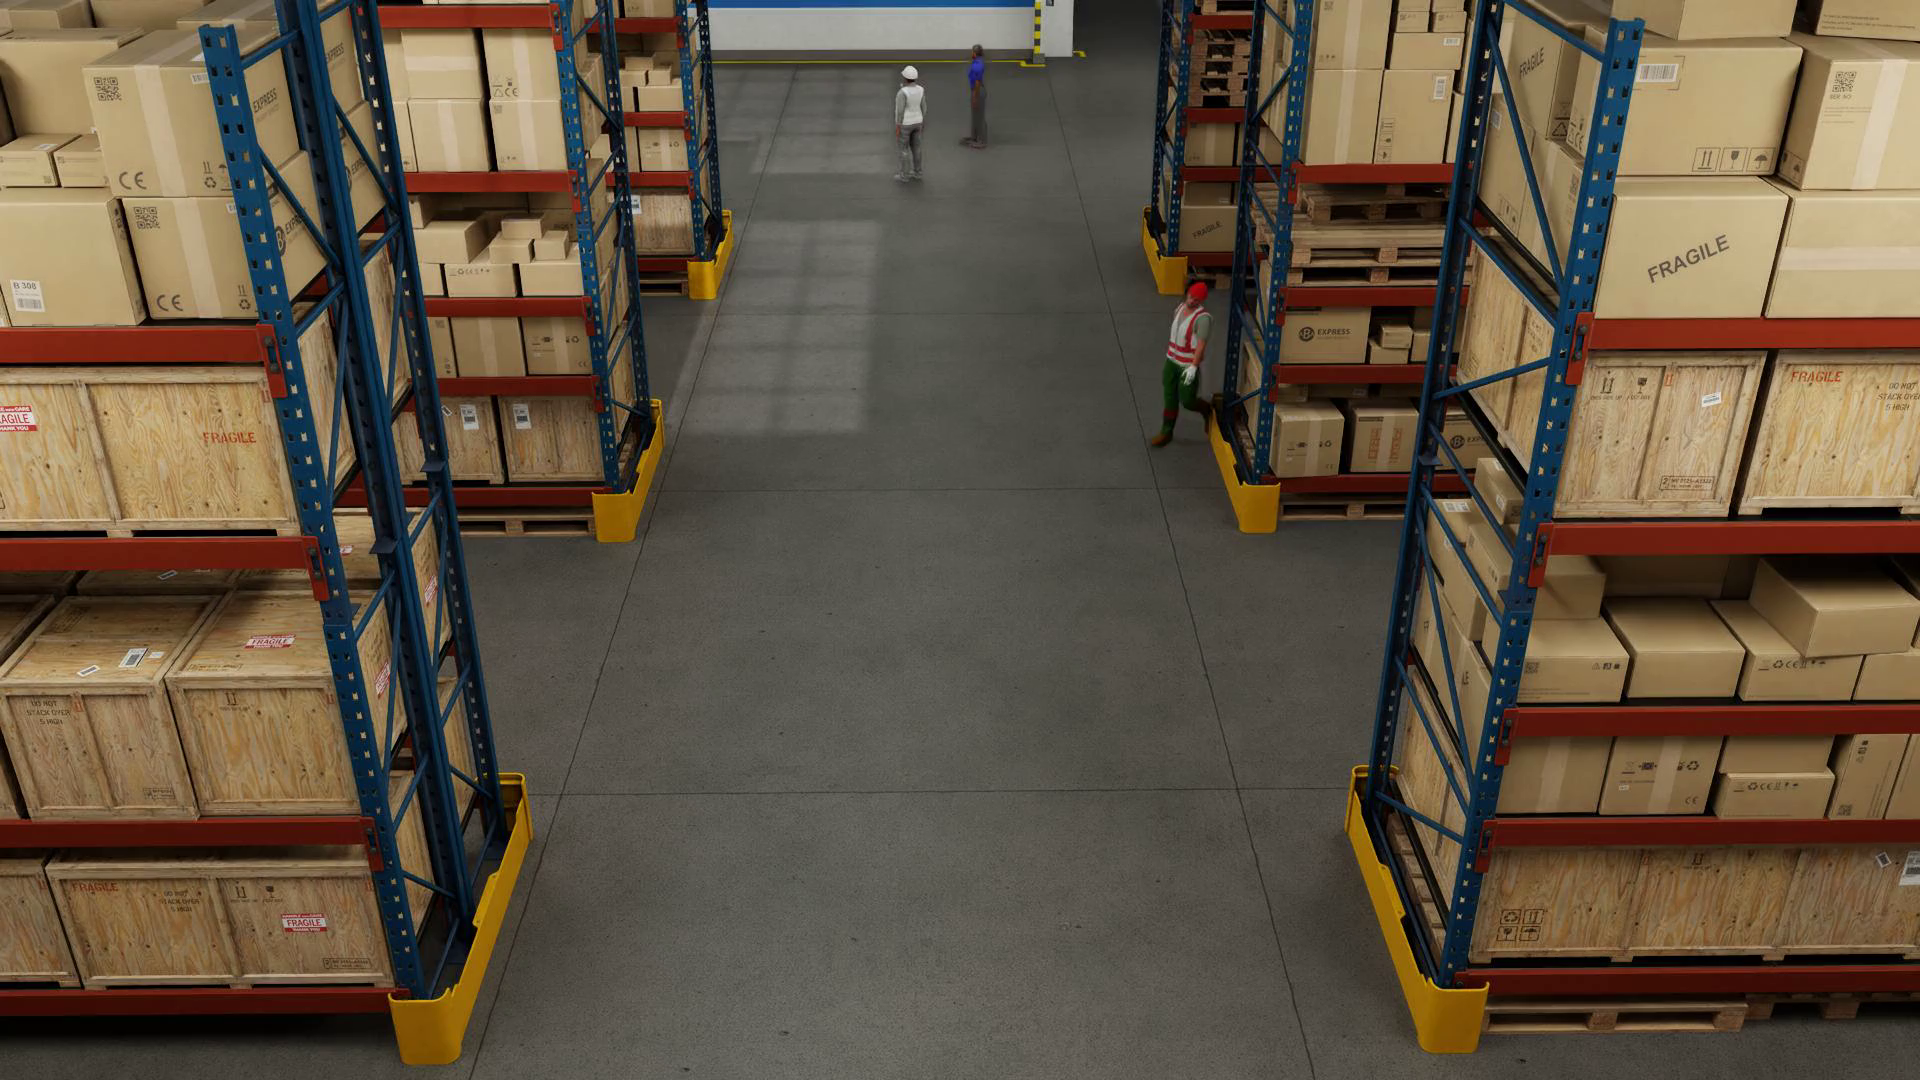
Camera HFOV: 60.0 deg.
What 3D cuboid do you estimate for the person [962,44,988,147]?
[{"bbox_3d":[0.244,-7.443,27.828,0.466,1.660,0.530,3,28,6],"label":"person"}]

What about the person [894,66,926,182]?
[{"bbox_3d":[-0.808,-6.526,26.036,0.533,1.775,0.381,-22,35,-34],"label":"person"}]

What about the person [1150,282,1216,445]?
[{"bbox_3d":[2.372,-1.847,17.316,0.747,1.766,0.546,-19,34,-31],"label":"person"}]
